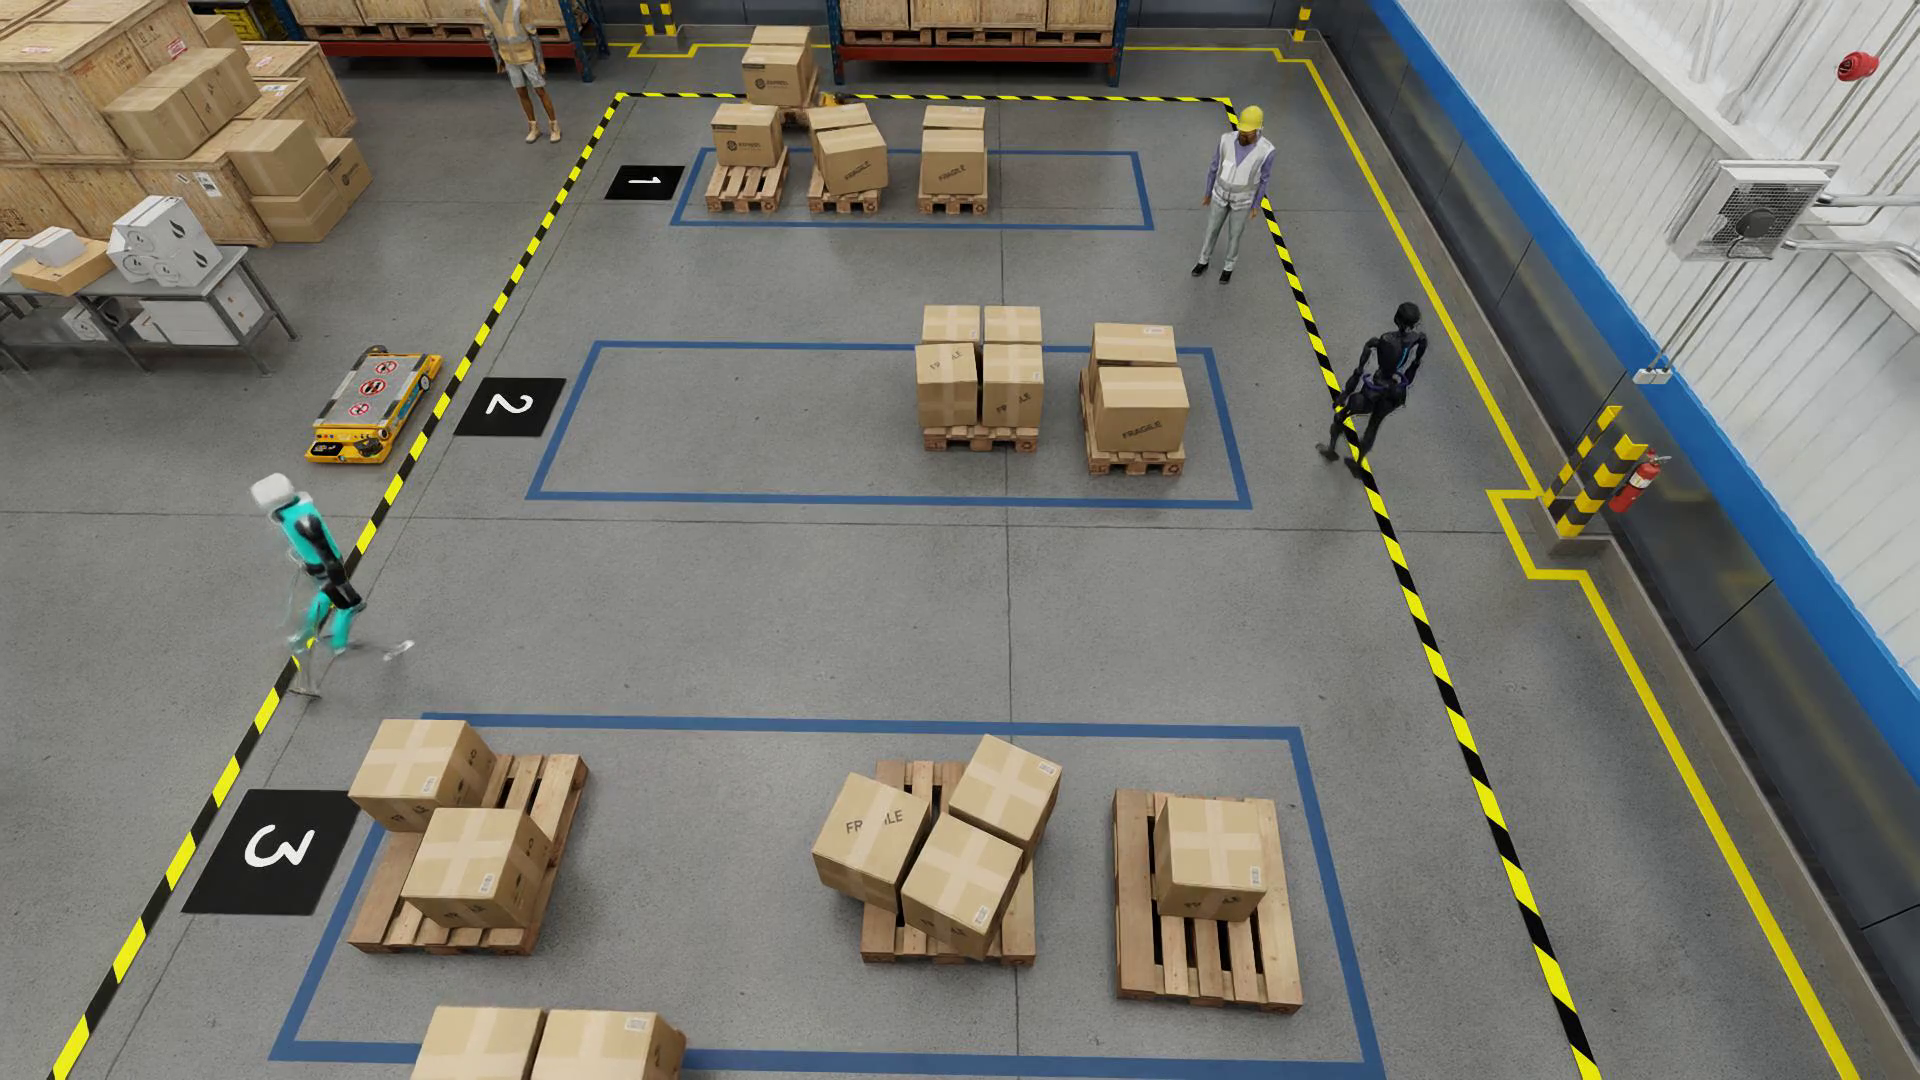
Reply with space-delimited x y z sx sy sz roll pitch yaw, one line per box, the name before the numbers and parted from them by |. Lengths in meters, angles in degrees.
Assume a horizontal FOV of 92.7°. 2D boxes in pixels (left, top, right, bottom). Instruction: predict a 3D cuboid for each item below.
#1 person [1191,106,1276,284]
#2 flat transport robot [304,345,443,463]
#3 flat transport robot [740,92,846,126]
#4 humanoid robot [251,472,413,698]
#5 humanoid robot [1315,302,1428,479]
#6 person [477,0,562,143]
person | 2.760 -3.469 9.278 0.602 1.830 0.404 24 54 19
flat transport robot | -5.383 -1.269 8.441 0.659 0.231 1.431 1 50 1
flat transport robot | -2.265 -5.736 12.202 1.431 0.197 0.652 1 50 1
humanoid robot | -4.389 0.438 6.058 0.556 1.776 0.965 33 57 25
humanoid robot | 3.396 -1.224 7.483 0.608 1.641 0.457 -7 50 -6
person | -5.394 -5.887 11.188 0.613 2.040 0.372 0 50 0
